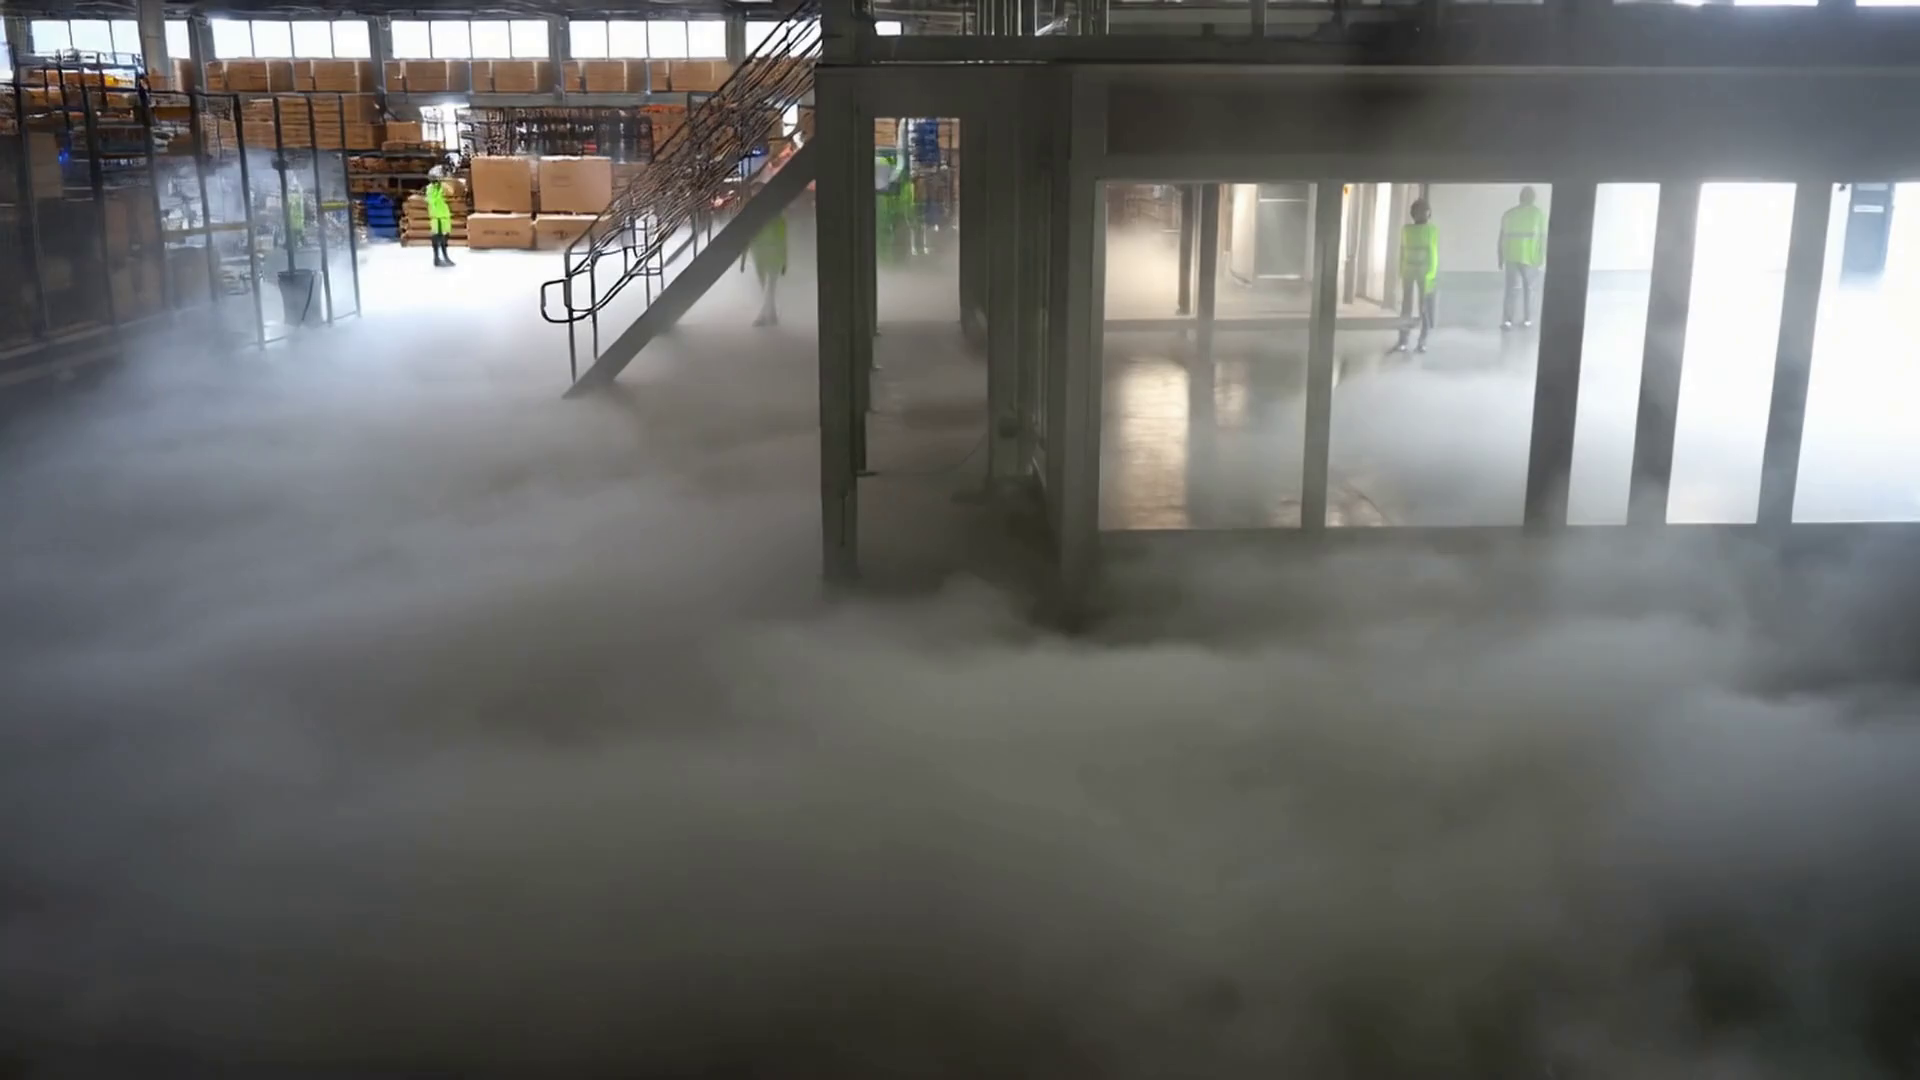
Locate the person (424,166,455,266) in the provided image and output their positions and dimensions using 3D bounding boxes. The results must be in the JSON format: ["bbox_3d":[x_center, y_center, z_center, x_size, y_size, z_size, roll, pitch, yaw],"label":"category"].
[{"bbox_3d":[-10.184,-6.329,32.565,0.559,1.937,0.391,7,16,25],"label":"person"}]

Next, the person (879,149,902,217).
[{"bbox_3d":[-2.015,-10.693,49.852,0.642,1.996,0.994,9,16,31],"label":"person"}]

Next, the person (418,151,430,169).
[{"bbox_3d":[-24.440,-17.132,75.779,0.603,1.921,0.836,3,14,12],"label":"person"}]

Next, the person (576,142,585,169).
[{"bbox_3d":[-19.135,-19.158,84.027,0.404,1.831,0.601,-12,18,-39],"label":"person"}]

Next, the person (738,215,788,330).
[{"bbox_3d":[-2.666,-3.780,22.560,0.588,1.819,1.030,5,15,18],"label":"person"}]

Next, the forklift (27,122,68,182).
[{"bbox_3d":[-35.376,-14.773,64.377,1.129,2.768,1.873,-1,14,-2],"label":"forklift"}]

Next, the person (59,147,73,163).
[{"bbox_3d":[-36.950,-15.330,68.752,0.403,1.822,0.588,8,16,30],"label":"person"}]
